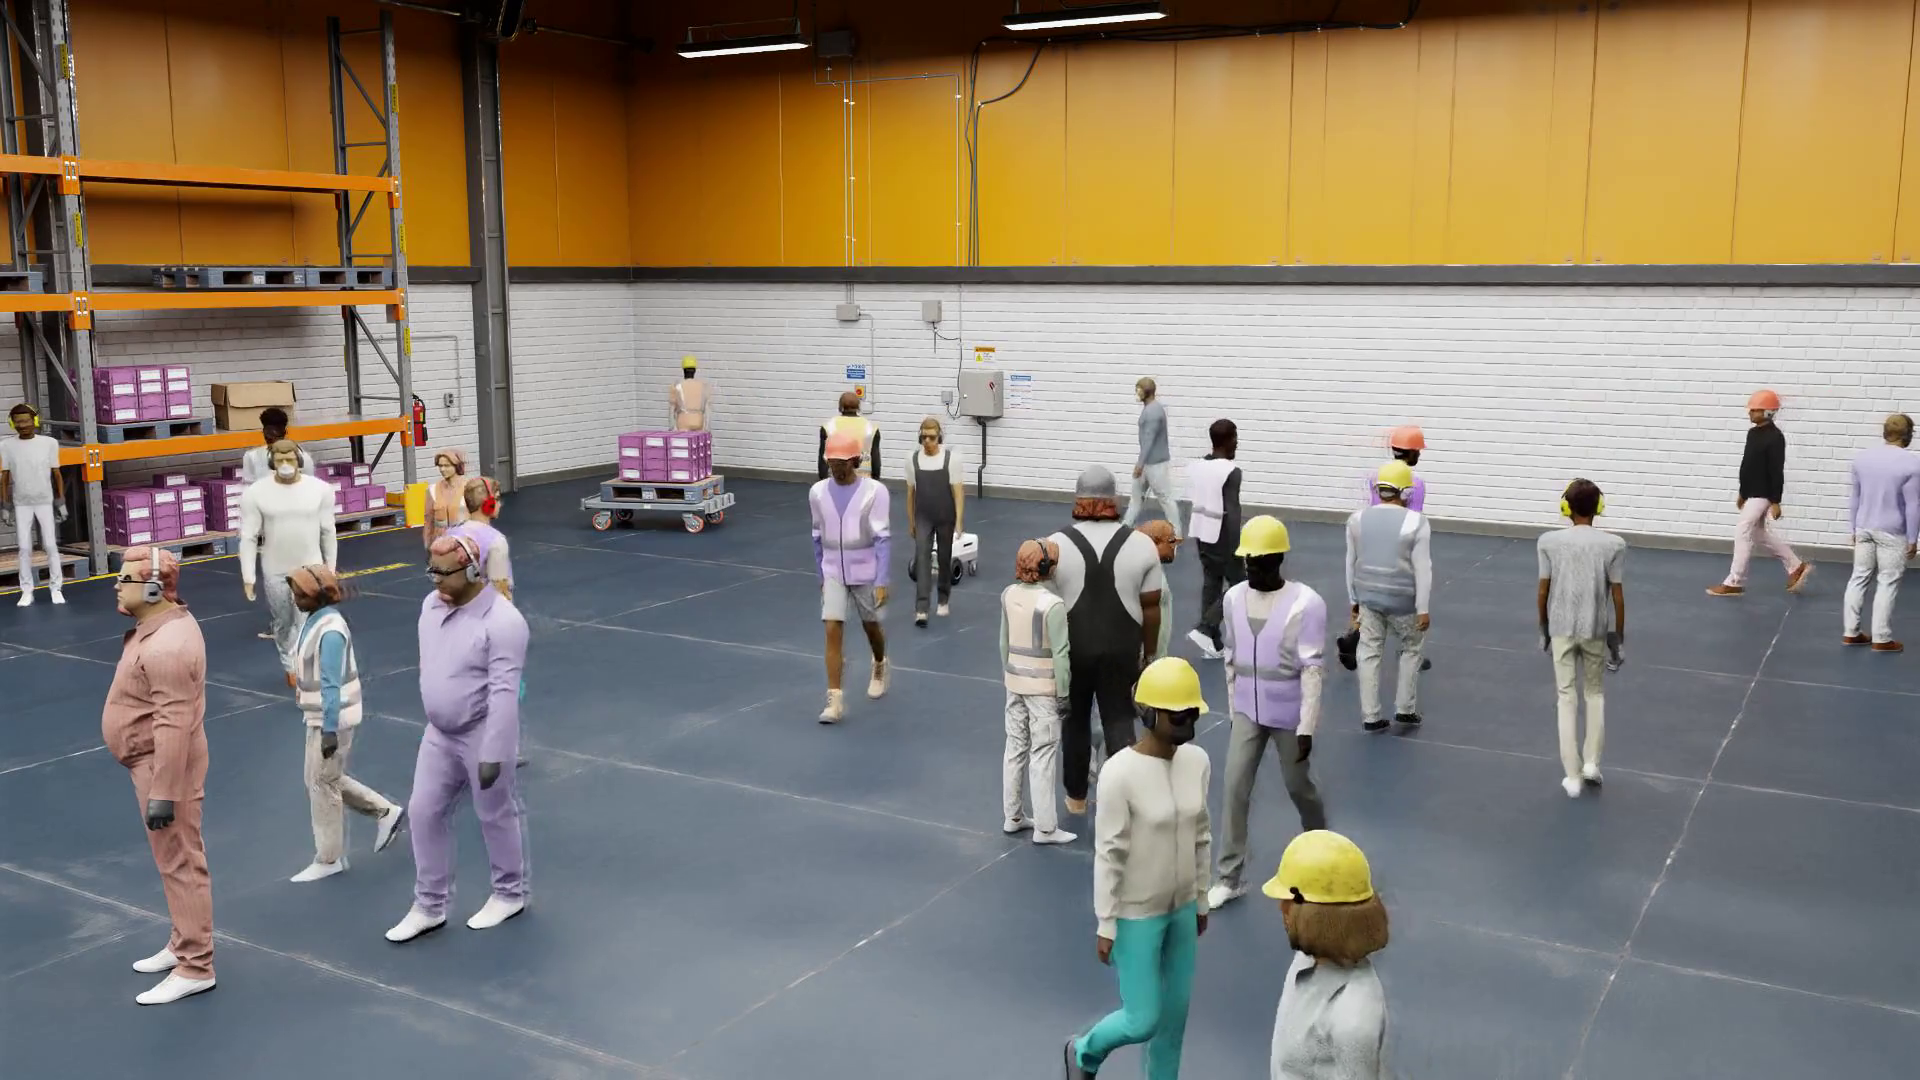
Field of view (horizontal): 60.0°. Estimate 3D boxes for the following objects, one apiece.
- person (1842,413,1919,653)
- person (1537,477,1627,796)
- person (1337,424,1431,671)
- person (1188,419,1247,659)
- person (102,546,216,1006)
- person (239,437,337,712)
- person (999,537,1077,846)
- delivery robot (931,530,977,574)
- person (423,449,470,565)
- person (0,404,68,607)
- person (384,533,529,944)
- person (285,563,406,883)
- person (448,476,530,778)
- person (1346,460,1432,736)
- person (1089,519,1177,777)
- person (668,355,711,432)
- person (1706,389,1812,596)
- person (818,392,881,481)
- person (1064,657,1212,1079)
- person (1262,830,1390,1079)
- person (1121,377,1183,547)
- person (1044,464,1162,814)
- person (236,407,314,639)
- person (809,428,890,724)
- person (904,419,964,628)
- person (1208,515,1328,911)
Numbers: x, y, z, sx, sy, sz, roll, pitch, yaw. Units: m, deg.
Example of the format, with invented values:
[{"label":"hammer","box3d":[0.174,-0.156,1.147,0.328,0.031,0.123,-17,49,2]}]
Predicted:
[{"label":"person","box3d":[7.423,-0.056,13.351,0.393,1.929,0.623,-4,10,-24]},{"label":"person","box3d":[3.630,0.555,9.764,0.508,1.842,0.561,3,9,16]},{"label":"person","box3d":[3.241,0.081,12.519,0.776,1.913,0.552,-5,10,-29]},{"label":"person","box3d":[2.024,0.005,13.000,0.436,1.906,0.613,-4,10,-24]},{"label":"person","box3d":[-3.354,0.969,6.979,0.410,1.913,0.642,-4,10,-26]},{"label":"person","box3d":[-4.756,0.205,11.821,0.648,1.897,1.004,-4,10,-22]},{"label":"person","box3d":[0.402,0.803,8.859,0.306,1.640,0.522,-7,11,-37]},{"label":"delivery robot","box3d":[-0.125,0.078,16.465,0.477,0.478,0.707,5,10,30]},{"label":"person","box3d":[-4.066,0.080,13.391,0.546,1.625,0.375,2,9,13]},{"label":"person","box3d":[-8.463,-0.320,15.198,0.538,1.860,0.327,-4,10,-24]},{"label":"person","box3d":[-2.277,0.905,7.486,0.657,1.870,0.797,6,11,31]},{"label":"person","box3d":[-3.116,0.899,8.353,0.513,1.618,0.525,-6,11,-32]},{"label":"person","box3d":[-2.855,0.535,9.915,0.575,1.829,0.594,-9,13,-44]},{"label":"person","box3d":[2.865,0.374,10.968,0.620,1.815,0.610,7,11,37]},{"label":"person","box3d":[1.050,0.672,9.770,0.651,1.616,0.503,-1,9,-8]},{"label":"person","box3d":[-3.737,-1.613,23.139,0.591,1.902,0.831,-5,10,-29]},{"label":"person","box3d":[7.564,-0.439,15.600,0.903,1.968,0.622,1,9,8]},{"label":"person","box3d":[-1.148,-0.624,17.193,0.662,1.819,0.714,-2,9,-9]},{"label":"person","box3d":[0.637,1.246,5.713,0.545,1.751,0.479,-7,12,-39]},{"label":"person","box3d":[0.955,1.532,4.086,0.816,1.712,0.493,0,9,2]},{"label":"person","box3d":[2.036,-0.846,18.389,0.974,1.888,0.640,0,9,0]},{"label":"person","box3d":[0.755,0.572,9.052,0.691,2.000,0.834,0,9,0]},{"label":"person","box3d":[-5.768,-0.187,14.188,0.604,1.926,1.015,2,9,10]},{"label":"person","box3d":[-0.726,0.206,11.499,0.619,2.008,1.022,3,9,16]},{"label":"person","box3d":[-0.221,-0.155,14.392,0.532,1.779,1.014,1,9,5]},{"label":"person","box3d":[1.543,0.800,8.109,0.593,1.888,0.952,8,12,41]}]
